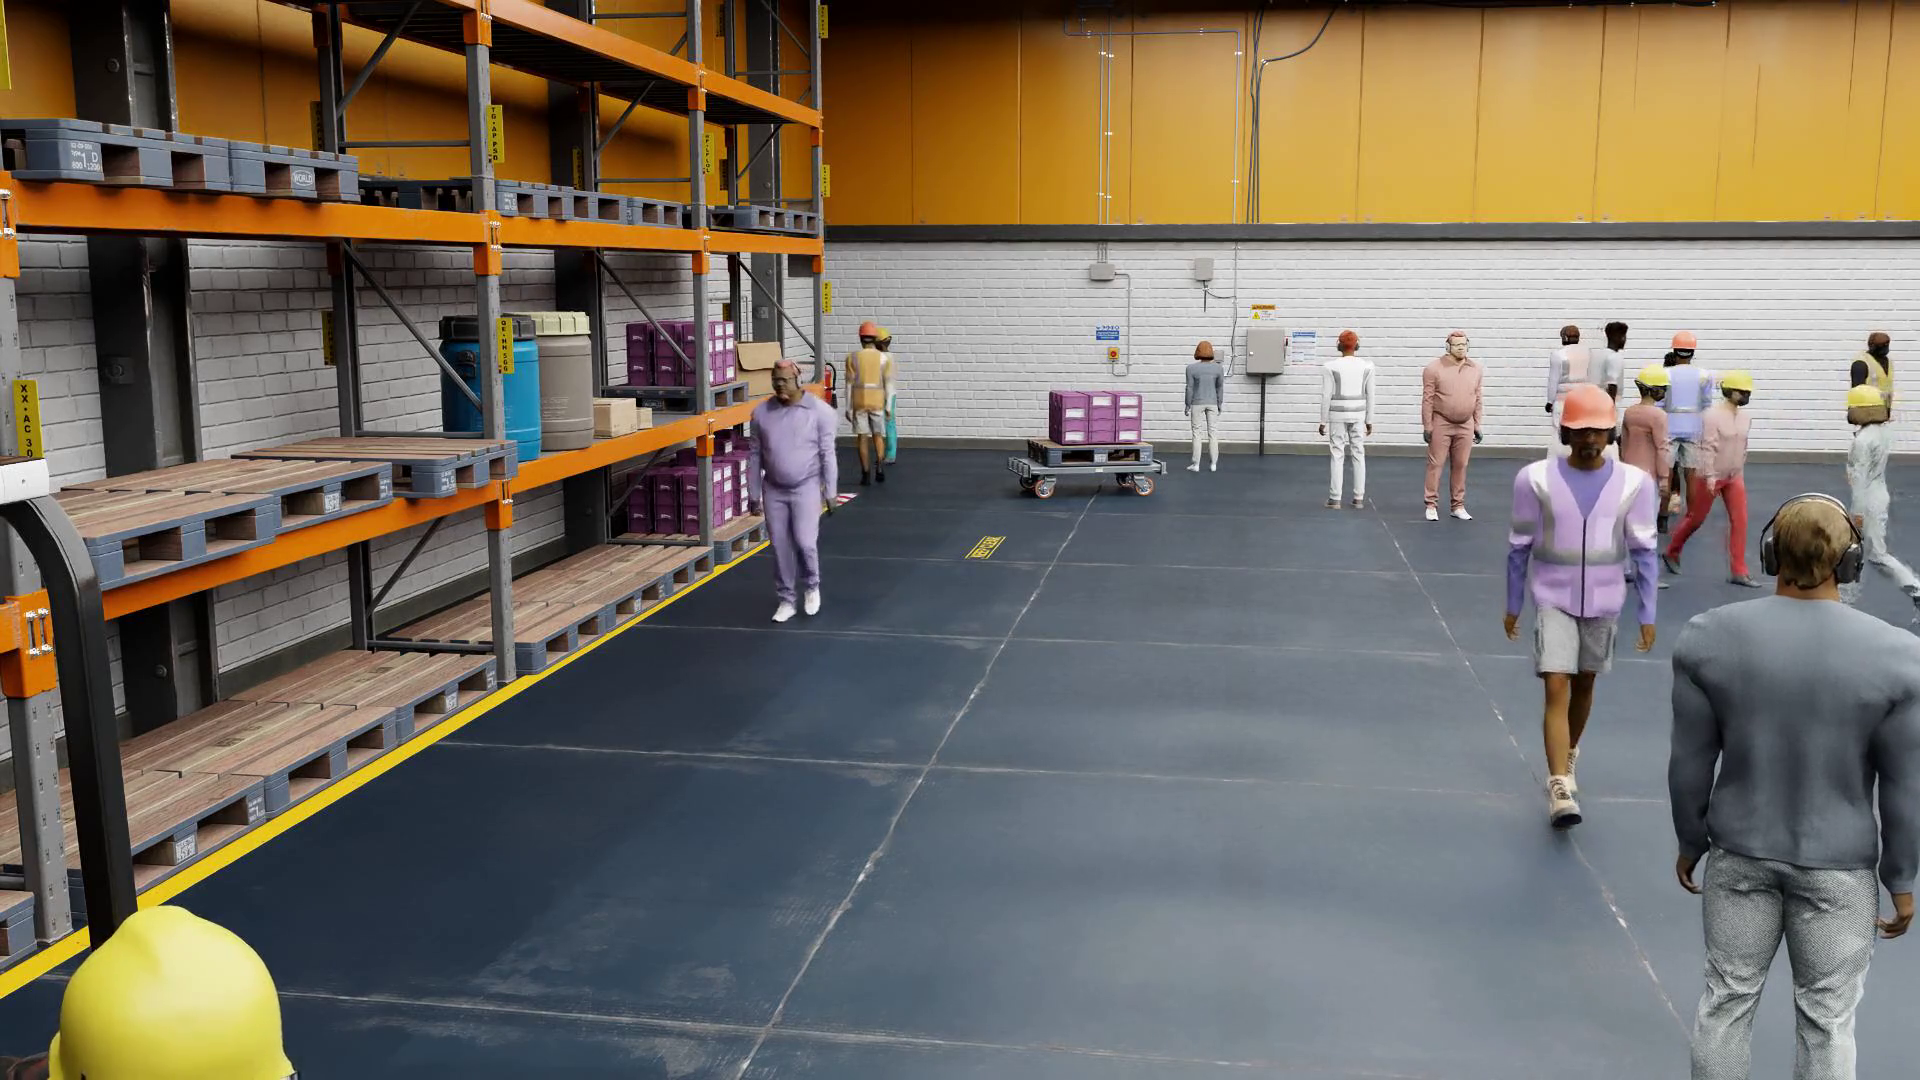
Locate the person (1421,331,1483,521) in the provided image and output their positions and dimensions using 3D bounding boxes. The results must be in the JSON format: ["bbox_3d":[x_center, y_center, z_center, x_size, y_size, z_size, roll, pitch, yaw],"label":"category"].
[{"bbox_3d":[4.949,-1.141,16.697,0.636,1.911,0.405,-1,9,-8],"label":"person"}]

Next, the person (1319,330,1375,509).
[{"bbox_3d":[4.076,-1.265,17.533,0.581,1.882,0.339,-1,9,-5],"label":"person"}]

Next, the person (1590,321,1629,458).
[{"bbox_3d":[7.533,-1.535,19.066,0.960,1.919,0.635,-1,9,-4],"label":"person"}]

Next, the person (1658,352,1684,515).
[{"bbox_3d":[7.248,-1.077,16.987,0.378,1.680,0.547,6,11,34],"label":"person"}]

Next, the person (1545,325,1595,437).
[{"bbox_3d":[7.518,-1.736,20.585,0.624,1.840,0.429,-3,10,-16],"label":"person"}]

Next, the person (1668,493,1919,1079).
[{"bbox_3d":[2.192,0.838,4.394,0.631,1.940,0.372,7,11,36],"label":"person"}]

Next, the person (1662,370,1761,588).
[{"bbox_3d":[6.099,-0.521,13.431,0.528,1.730,0.857,-3,10,-20],"label":"person"}]

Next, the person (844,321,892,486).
[{"bbox_3d":[-1.079,-1.583,19.391,0.542,1.921,0.392,-2,9,-13],"label":"person"}]

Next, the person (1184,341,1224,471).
[{"bbox_3d":[3.048,-1.670,20.798,0.500,1.633,0.282,-2,9,-10],"label":"person"}]

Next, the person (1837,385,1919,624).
[{"bbox_3d":[6.541,-0.244,11.801,0.816,1.707,0.493,7,12,38],"label":"person"}]

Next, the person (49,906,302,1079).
[{"bbox_3d":[-0.823,1.295,1.885,0.595,1.837,0.404,-4,10,-23],"label":"person"}]

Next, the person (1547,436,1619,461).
[{"bbox_3d":[4.515,-0.238,12.120,0.503,1.590,0.864,0,9,3],"label":"person"}]

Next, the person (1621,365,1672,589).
[{"bbox_3d":[5.433,-0.500,13.178,0.315,1.769,0.525,-2,9,-14],"label":"person"}]

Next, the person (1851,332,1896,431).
[{"bbox_3d":[10.639,-1.535,19.483,0.663,1.808,0.524,-5,10,-27],"label":"person"}]

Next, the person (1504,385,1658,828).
[{"bbox_3d":[2.841,0.293,7.592,0.634,1.985,1.032,2,9,12],"label":"person"}]

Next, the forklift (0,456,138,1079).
[{"bbox_3d":[-2.328,0.975,2.765,2.313,2.155,1.214,1,9,9],"label":"forklift"}]

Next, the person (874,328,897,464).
[{"bbox_3d":[-0.984,-1.858,21.559,0.330,1.765,0.526,1,9,6],"label":"person"}]

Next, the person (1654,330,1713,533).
[{"bbox_3d":[6.860,-1.024,15.881,0.543,1.939,0.360,2,9,10],"label":"person"}]

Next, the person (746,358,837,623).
[{"bbox_3d":[-1.215,-0.346,11.844,0.667,1.888,0.436,2,10,14],"label":"person"}]
